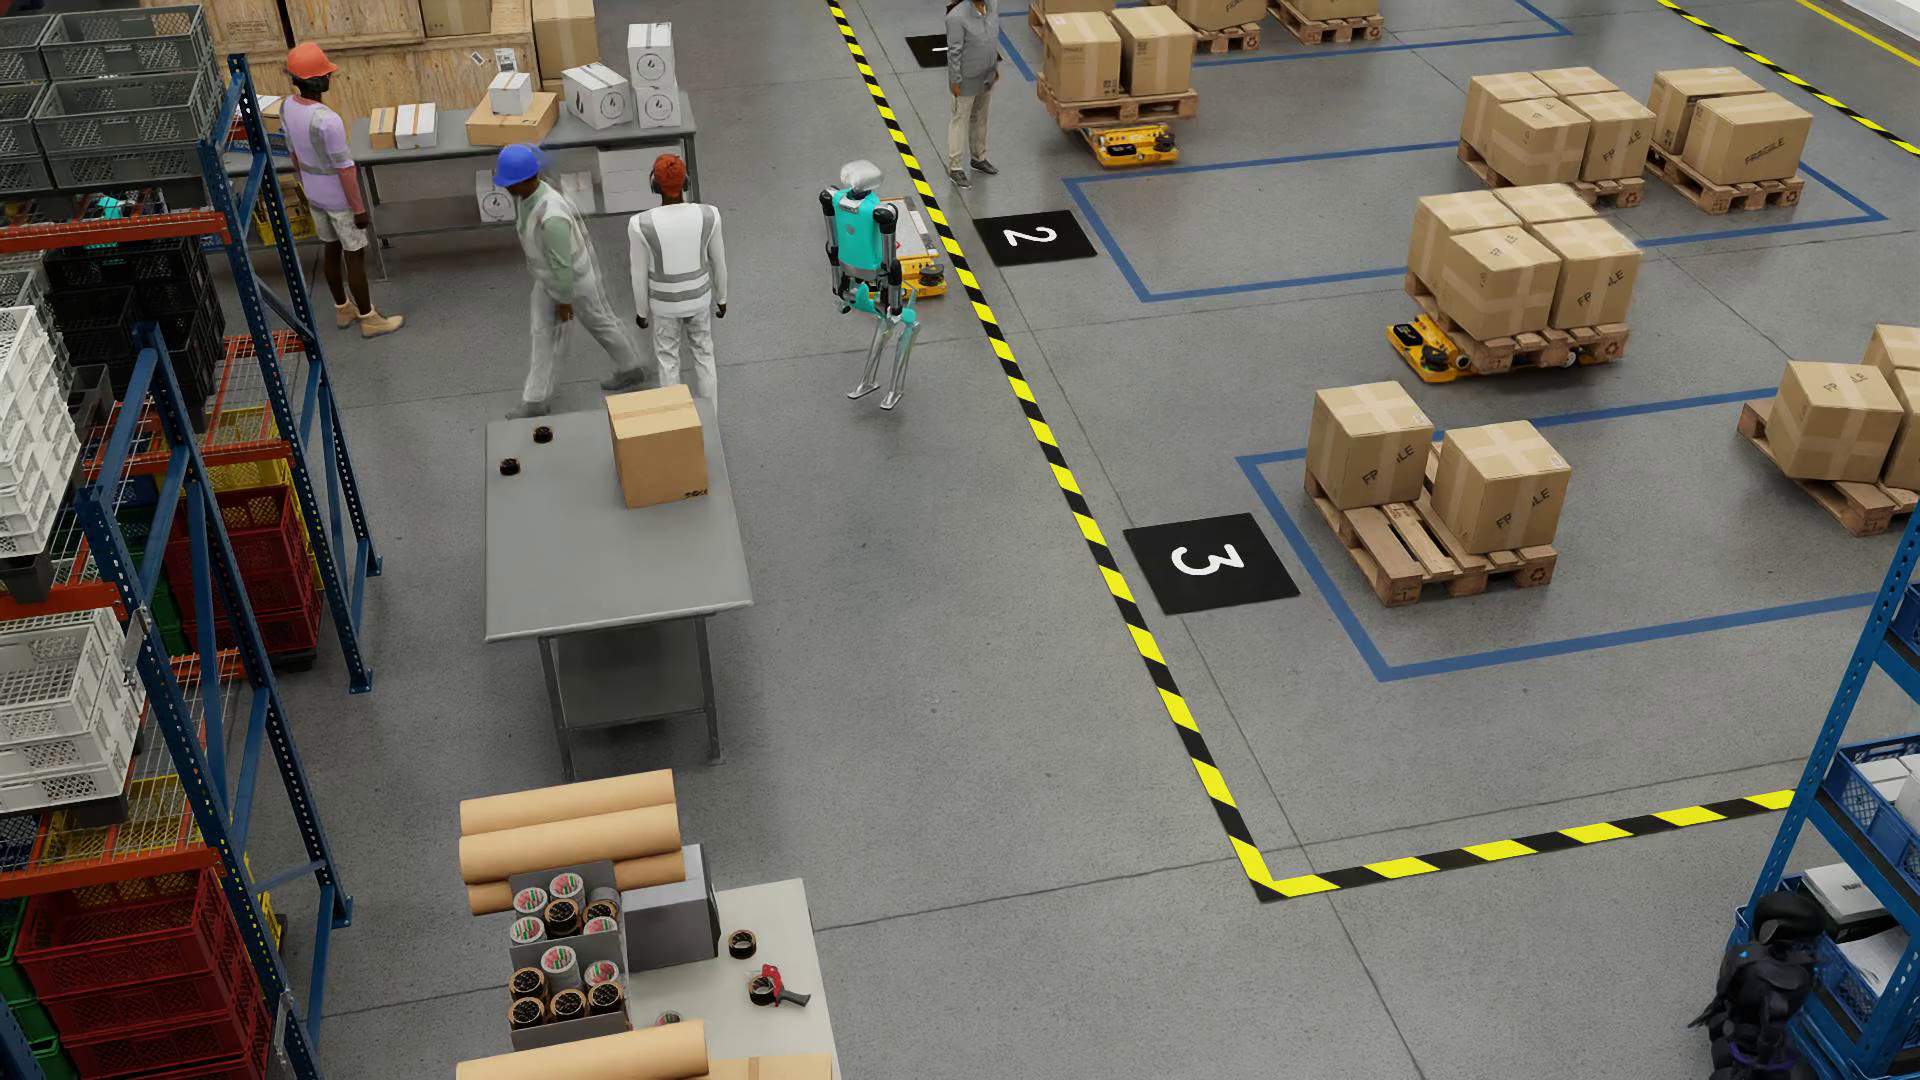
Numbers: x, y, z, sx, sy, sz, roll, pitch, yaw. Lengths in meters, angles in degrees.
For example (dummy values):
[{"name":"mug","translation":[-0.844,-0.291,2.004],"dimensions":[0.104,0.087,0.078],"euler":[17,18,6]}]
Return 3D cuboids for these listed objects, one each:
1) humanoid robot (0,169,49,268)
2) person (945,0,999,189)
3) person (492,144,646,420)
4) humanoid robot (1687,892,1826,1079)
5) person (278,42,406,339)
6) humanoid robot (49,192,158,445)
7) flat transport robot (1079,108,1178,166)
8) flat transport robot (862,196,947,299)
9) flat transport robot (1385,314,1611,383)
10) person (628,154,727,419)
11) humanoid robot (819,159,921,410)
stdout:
[{"name":"humanoid robot","translation":[-6.002,-1.953,10.994],"dimensions":[0.375,1.639,0.585],"euler":[16,40,21]},{"name":"person","translation":[0.101,-3.726,13.303],"dimensions":[0.396,1.767,0.572],"euler":[27,44,32]},{"name":"person","translation":[-2.508,-1.648,10.441],"dimensions":[1.029,1.872,0.598],"euler":[-27,44,-31]},{"name":"humanoid robot","translation":[2.763,1.829,5.949],"dimensions":[0.768,1.624,0.586],"euler":[10,38,13]},{"name":"person","translation":[-4.206,-2.339,11.212],"dimensions":[0.607,2.044,0.392],"euler":[26,44,30]},{"name":"humanoid robot","translation":[-5.077,-1.304,9.998],"dimensions":[0.531,1.699,0.744],"euler":[-5,37,-6]},{"name":"flat transport robot","translation":[1.355,-3.646,14.431],"dimensions":[0.652,0.197,1.431],"euler":[-8,37,-10]},{"name":"flat transport robot","translation":[-0.570,-2.220,12.538],"dimensions":[0.659,0.231,1.431],"euler":[-8,37,-10]},{"name":"flat transport robot","translation":[3.730,-1.402,11.414],"dimensions":[1.431,0.197,0.652],"euler":[-8,37,-10]},{"name":"person","translation":[-1.702,-1.460,10.171],"dimensions":[0.581,1.879,0.378],"euler":[-15,39,-19]},{"name":"humanoid robot","translation":[-0.473,-1.634,10.411],"dimensions":[0.533,1.673,0.735],"euler":[22,42,26]}]
